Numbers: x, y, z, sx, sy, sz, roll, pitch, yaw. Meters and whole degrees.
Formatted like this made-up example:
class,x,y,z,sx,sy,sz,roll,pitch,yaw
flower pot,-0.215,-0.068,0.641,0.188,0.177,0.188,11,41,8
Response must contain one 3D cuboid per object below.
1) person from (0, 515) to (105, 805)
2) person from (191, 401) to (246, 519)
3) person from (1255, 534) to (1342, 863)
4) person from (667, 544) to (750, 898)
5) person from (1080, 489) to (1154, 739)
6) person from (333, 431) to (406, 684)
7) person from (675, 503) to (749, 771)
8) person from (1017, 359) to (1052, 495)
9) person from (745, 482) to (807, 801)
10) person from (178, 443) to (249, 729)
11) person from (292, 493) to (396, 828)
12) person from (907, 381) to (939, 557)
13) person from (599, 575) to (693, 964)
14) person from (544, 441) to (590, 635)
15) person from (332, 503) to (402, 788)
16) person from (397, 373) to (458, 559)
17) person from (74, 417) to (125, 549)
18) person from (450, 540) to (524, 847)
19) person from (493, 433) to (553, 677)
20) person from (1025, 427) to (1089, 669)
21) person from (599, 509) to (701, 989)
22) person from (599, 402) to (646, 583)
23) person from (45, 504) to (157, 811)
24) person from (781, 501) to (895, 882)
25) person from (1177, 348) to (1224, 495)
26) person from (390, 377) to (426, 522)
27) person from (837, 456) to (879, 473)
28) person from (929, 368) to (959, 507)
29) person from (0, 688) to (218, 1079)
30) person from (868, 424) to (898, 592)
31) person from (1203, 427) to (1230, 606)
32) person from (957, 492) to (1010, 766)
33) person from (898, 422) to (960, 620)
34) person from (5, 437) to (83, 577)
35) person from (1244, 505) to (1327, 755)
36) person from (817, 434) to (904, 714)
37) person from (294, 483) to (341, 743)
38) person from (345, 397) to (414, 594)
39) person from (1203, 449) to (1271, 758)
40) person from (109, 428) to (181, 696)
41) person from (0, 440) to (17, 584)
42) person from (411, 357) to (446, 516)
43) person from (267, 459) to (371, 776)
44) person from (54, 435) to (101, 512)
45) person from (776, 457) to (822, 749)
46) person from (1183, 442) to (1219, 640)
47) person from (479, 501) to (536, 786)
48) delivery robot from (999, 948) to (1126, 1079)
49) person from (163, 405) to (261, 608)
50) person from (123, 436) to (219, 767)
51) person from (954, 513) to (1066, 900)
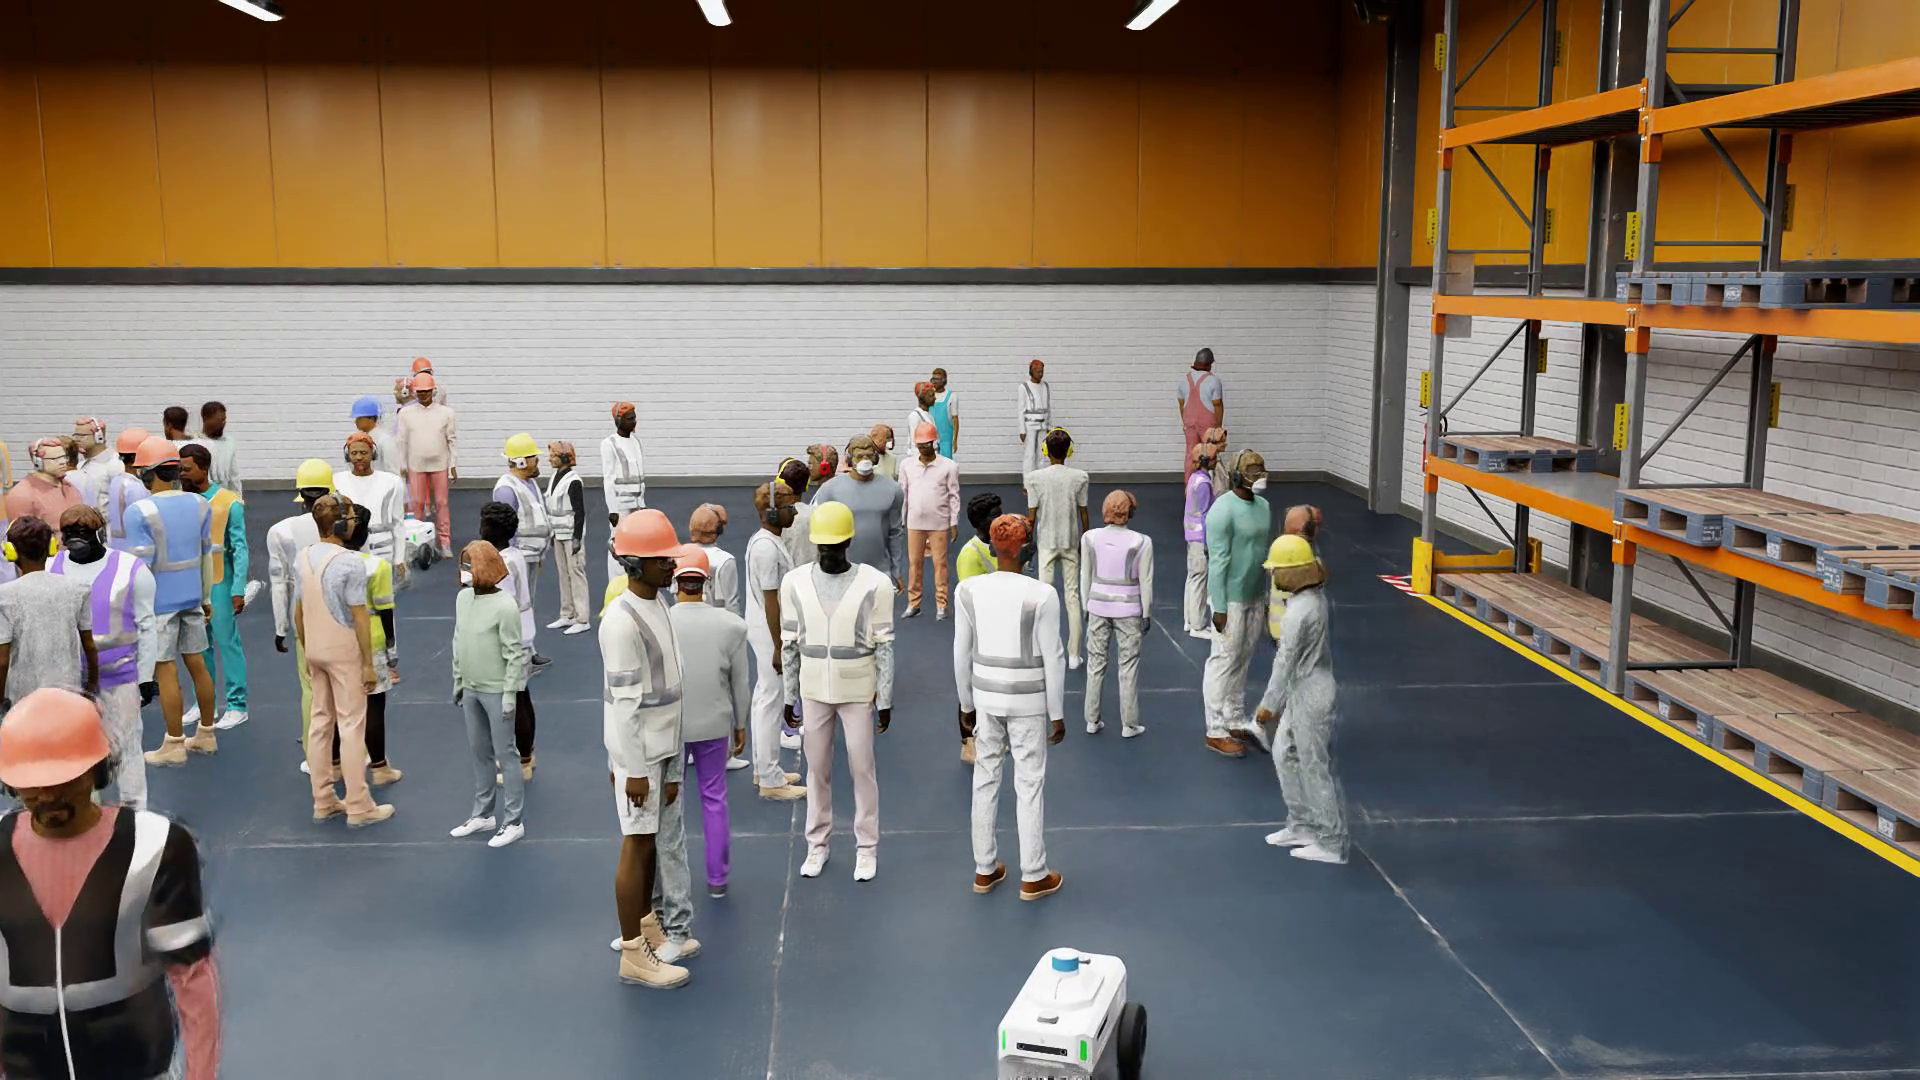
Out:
class,x,y,z,sx,sy,sz,roll,pitch,yaw
person,-4.507,0.800,8.193,0.330,1.863,0.535,7,12,38
person,-6.866,-0.344,15.373,1.001,1.857,0.606,4,10,23
person,1.740,0.819,8.542,0.561,1.711,0.486,3,10,19
person,-1.304,0.884,8.063,0.574,1.738,0.353,-4,10,-22
person,1.019,0.486,10.890,0.506,1.630,0.312,4,10,26
person,-4.380,0.141,12.268,0.574,1.883,0.356,-3,10,-19
person,-1.533,0.593,10.173,0.521,1.644,0.311,7,12,38
person,1.037,-1.541,22.854,0.589,1.878,0.369,-8,12,-41
person,-1.073,0.579,9.634,0.344,1.847,0.504,-2,9,-12
person,-5.028,0.303,11.138,0.596,1.916,0.374,3,9,18
person,-3.415,0.659,9.136,0.505,1.845,0.345,5,10,27
person,-0.391,-0.771,17.992,0.355,1.883,0.573,2,9,13
person,-1.405,1.002,7.344,0.492,1.729,0.323,8,12,42
person,-3.322,-0.024,14.064,0.314,1.639,0.517,-7,11,-36
person,-3.571,0.625,9.843,0.533,1.689,0.321,2,9,14
person,-5.677,-0.789,17.755,0.617,1.994,0.381,-3,9,-18
person,-6.874,-0.029,13.261,0.641,1.908,0.407,4,10,23
person,-2.524,0.808,8.860,0.500,1.633,0.284,7,11,35
person,-3.315,0.105,12.642,0.404,1.836,0.592,1,9,5
person,0.749,0.068,12.769,0.510,1.872,0.329,-1,9,-4
person,-1.323,0.879,7.132,0.377,2.044,0.608,0,9,2
person,-3.033,-0.313,15.121,0.355,1.882,0.576,3,10,18
person,-4.550,0.725,8.736,0.626,1.842,0.429,-2,9,-11
person,-0.613,0.753,8.318,0.587,1.920,0.396,2,9,11
person,3.351,-1.619,22.825,0.682,2.000,0.537,8,12,40
person,-6.069,-0.835,18.322,0.409,1.907,0.648,-2,9,-15
person,-0.746,0.192,12.352,0.324,1.752,0.561,-1,9,-4
person,-0.259,-1.287,21.350,0.507,1.847,0.351,4,10,26
person,-2.230,1.364,4.219,0.641,1.993,0.998,-2,9,-12
person,-0.761,-0.287,15.772,0.279,1.628,0.503,7,12,38
person,2.322,-0.220,15.294,0.308,1.641,0.514,3,9,16
person,0.147,0.545,10.312,0.320,1.698,0.531,3,10,18
person,-0.287,-0.166,14.596,0.575,1.749,0.335,2,9,14
person,-6.273,0.239,11.574,0.407,1.910,0.639,1,9,6
person,2.035,0.591,10.222,0.405,1.627,0.527,-2,9,-14
person,-0.677,0.231,11.532,0.628,1.940,0.373,-3,10,-20
person,-4.051,0.460,10.631,0.523,1.769,0.314,7,11,36
person,-5.524,-0.378,15.478,0.612,1.891,1.002,8,12,40
person,1.774,0.385,10.559,0.376,1.940,0.629,7,12,38
person,-5.898,0.156,12.004,0.372,1.934,0.551,-8,12,-41
person,-8.421,-0.232,14.470,0.364,1.928,0.586,-5,10,-29
person,-6.733,-1.300,20.962,0.385,1.993,0.624,6,11,31
person,-3.845,0.471,10.052,0.584,1.928,0.374,-4,10,-25
person,-6.649,0.131,12.497,0.354,1.835,0.515,2,9,11
person,-1.062,0.402,10.669,0.328,1.872,0.513,9,12,43
person,2.020,0.004,13.889,0.306,1.640,0.522,0,9,-2
person,-2.693,0.611,9.899,0.320,1.695,0.537,-1,9,-6
delivery robot,0.384,1.740,6.088,0.477,0.478,0.707,3,10,17
person,-6.822,-0.278,14.949,0.924,1.881,0.605,2,9,13
person,-4.895,0.378,10.276,0.379,2.041,0.616,4,10,21
person,0.249,0.807,8.086,0.573,1.883,0.355,5,10,27
